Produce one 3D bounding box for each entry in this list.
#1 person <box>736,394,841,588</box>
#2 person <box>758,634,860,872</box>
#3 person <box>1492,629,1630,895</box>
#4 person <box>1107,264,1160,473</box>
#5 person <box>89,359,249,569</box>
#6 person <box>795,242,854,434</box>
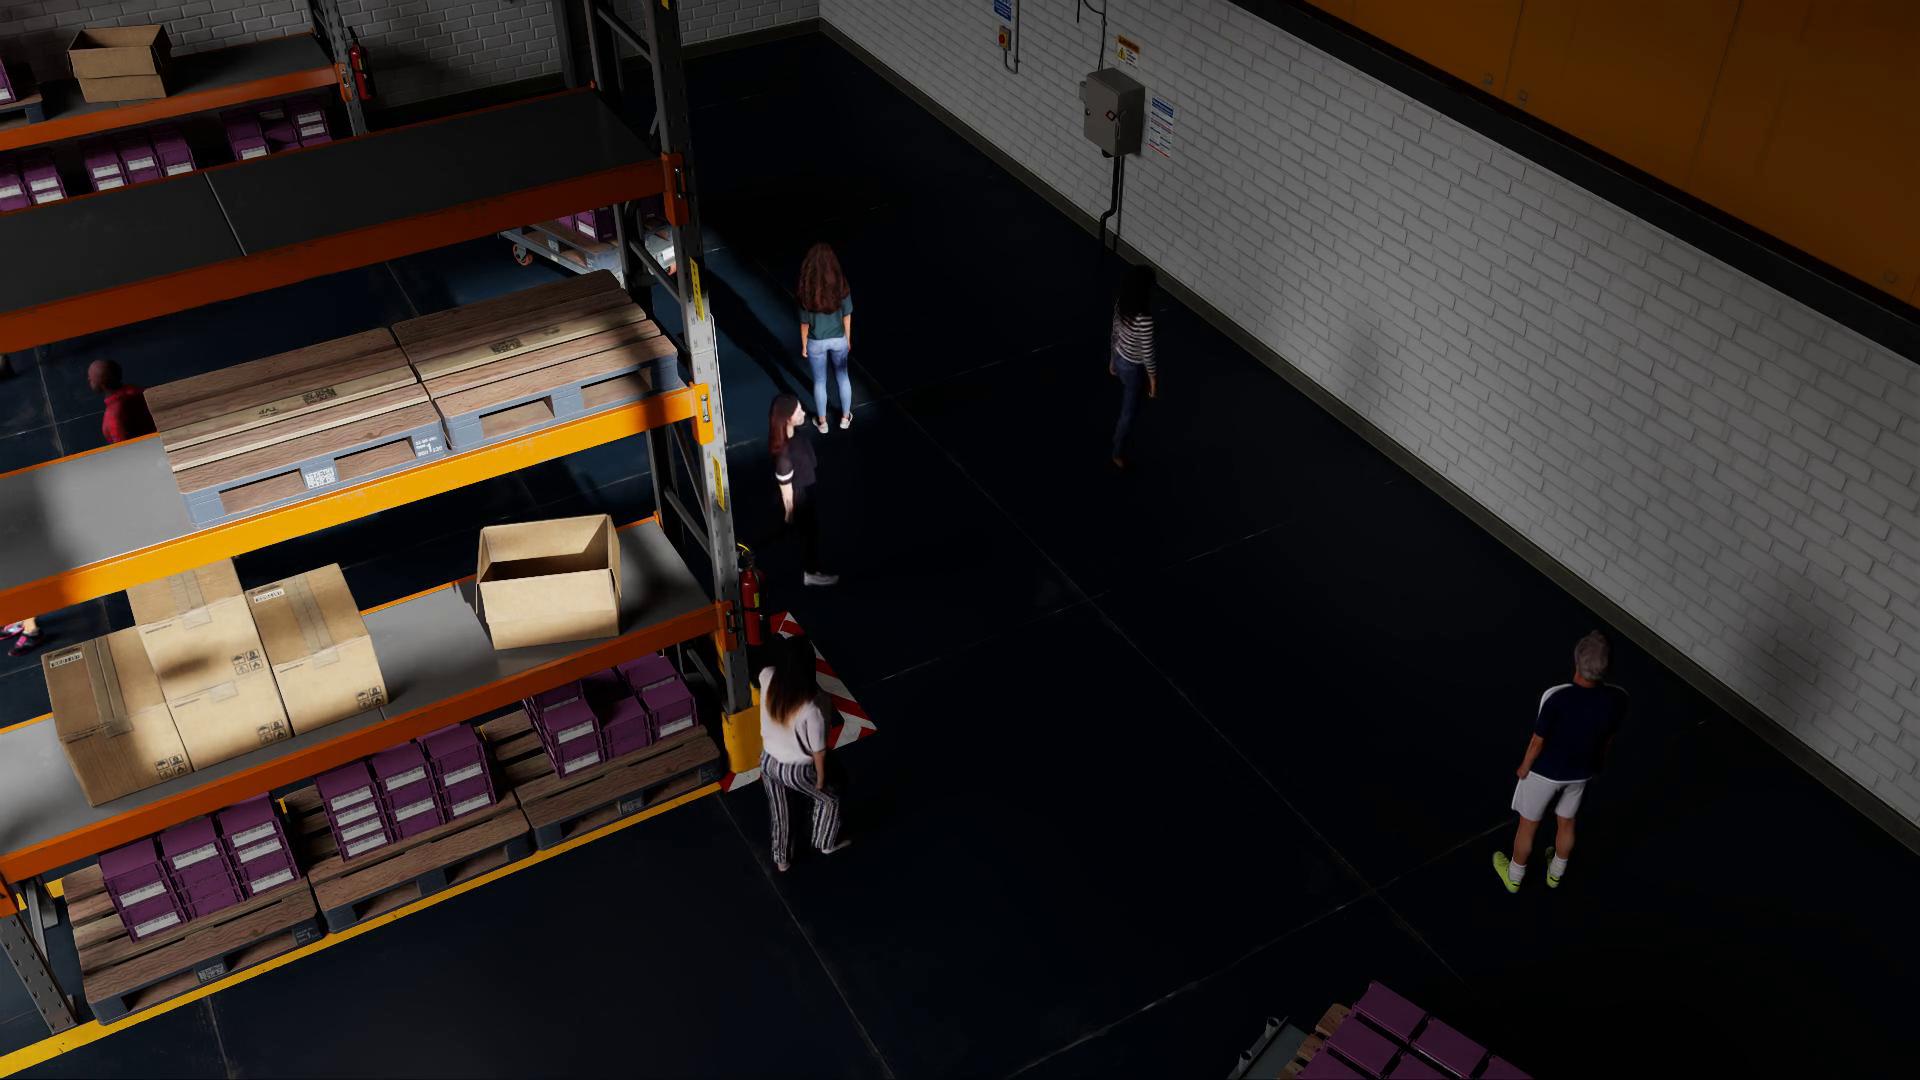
[{"bbox_3d":[-1.220,-0.303,11.266,1.073,1.618,0.849,-4,39,-5],"label":"person"},{"bbox_3d":[-0.970,1.250,9.288,0.820,1.659,0.884,27,46,30],"label":"person"},{"bbox_3d":[3.314,1.240,9.159,0.627,1.836,0.769,-3,39,-4],"label":"person"},{"bbox_3d":[1.183,-1.206,12.269,0.595,1.778,0.621,-17,42,-20],"label":"person"},{"bbox_3d":[-5.412,-0.452,11.315,1.237,1.788,1.055,-1,39,-2],"label":"person"},{"bbox_3d":[-1.033,-1.554,12.834,0.628,1.615,0.734,-7,39,-8],"label":"person"}]
